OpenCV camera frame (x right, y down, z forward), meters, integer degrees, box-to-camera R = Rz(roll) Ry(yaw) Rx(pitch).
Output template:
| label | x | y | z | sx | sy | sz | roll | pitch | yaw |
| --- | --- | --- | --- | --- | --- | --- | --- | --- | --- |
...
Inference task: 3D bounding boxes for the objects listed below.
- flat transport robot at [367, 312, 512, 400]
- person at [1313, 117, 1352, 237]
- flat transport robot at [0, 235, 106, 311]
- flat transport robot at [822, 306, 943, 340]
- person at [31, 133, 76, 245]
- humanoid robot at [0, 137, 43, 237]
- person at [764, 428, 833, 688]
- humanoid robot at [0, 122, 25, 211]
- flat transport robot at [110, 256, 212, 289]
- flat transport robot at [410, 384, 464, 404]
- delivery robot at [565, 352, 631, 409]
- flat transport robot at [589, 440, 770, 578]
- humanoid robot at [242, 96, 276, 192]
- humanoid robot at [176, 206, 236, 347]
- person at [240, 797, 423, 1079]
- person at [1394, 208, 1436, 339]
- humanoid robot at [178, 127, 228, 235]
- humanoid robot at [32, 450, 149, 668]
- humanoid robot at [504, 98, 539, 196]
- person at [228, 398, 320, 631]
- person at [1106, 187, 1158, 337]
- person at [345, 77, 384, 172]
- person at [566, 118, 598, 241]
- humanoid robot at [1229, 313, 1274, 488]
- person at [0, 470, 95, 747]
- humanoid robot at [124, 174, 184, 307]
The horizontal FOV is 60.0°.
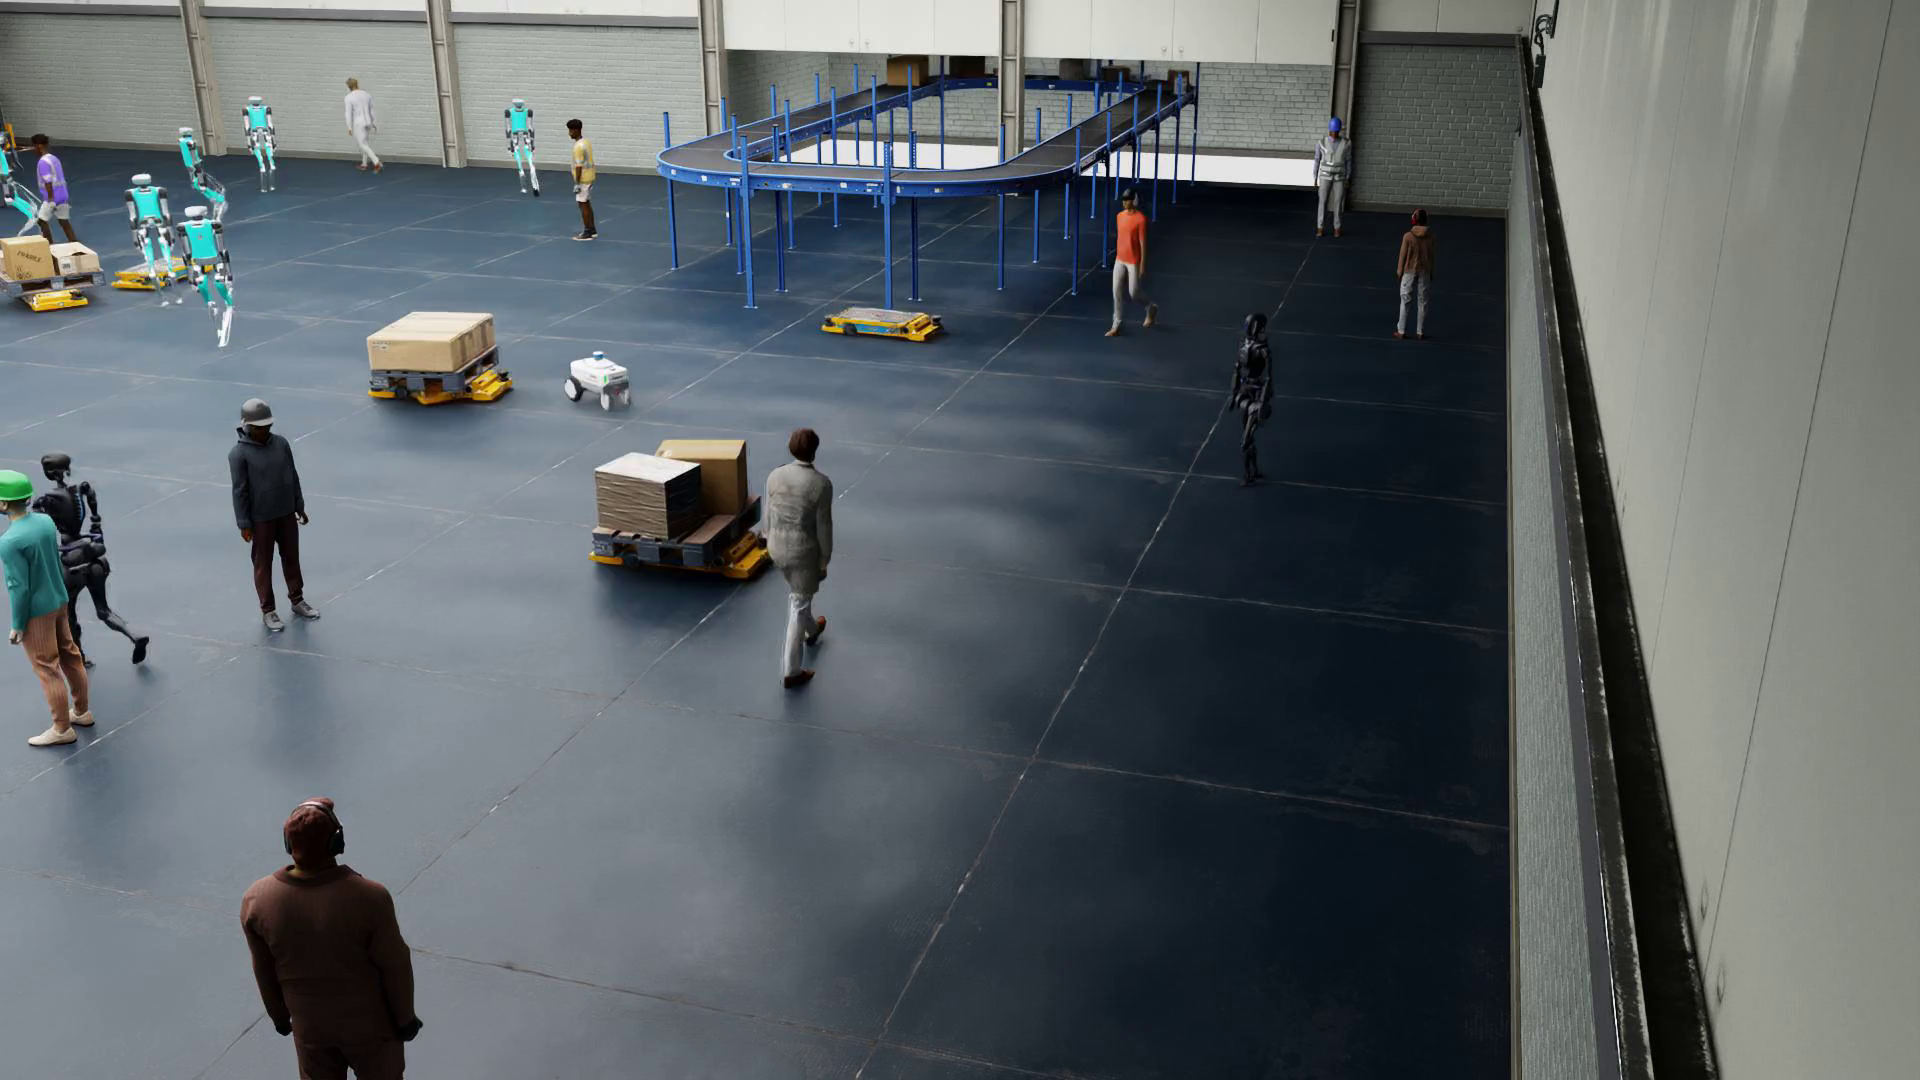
| label | x | y | z | sx | sy | sz | roll | pitch | yaw |
| --- | --- | --- | --- | --- | --- | --- | --- | --- | --- |
| flat transport robot | -5.860 | -1.759 | 18.739 | 1.431 | 0.231 | 0.659 | 2 | 21 | 5 |
| person | 6.113 | -5.962 | 27.333 | 0.618 | 1.934 | 0.412 | 1 | 21 | 4 |
| flat transport robot | -12.594 | -3.433 | 23.083 | 0.659 | 0.231 | 1.431 | -16 | 26 | -36 |
| flat transport robot | -0.994 | -2.778 | 21.384 | 1.431 | 0.231 | 0.659 | 8 | 23 | 20 |
| person | -13.928 | -5.204 | 25.367 | 0.772 | 1.929 | 0.633 | -2 | 21 | -6 |
| humanoid robot | -14.958 | -5.540 | 26.591 | 0.813 | 1.839 | 0.532 | -8 | 23 | -21 |
| person | -1.131 | 0.075 | 11.933 | 0.519 | 1.738 | 1.055 | 8 | 22 | 20 |
| humanoid robot | -16.995 | -6.707 | 29.661 | 0.744 | 1.633 | 0.597 | 7 | 22 | 17 |
| flat transport robot | -11.665 | -3.902 | 24.298 | 0.659 | 0.231 | 1.431 | 4 | 21 | 10 |
| flat transport robot | -6.064 | -1.829 | 18.920 | 0.659 | 0.231 | 1.431 | -17 | 27 | -36 |
| delivery robot | -3.995 | -1.777 | 18.413 | 0.814 | 0.611 | 0.499 | 20 | 28 | 41 |
| flat transport robot | -2.334 | 0.064 | 14.013 | 1.431 | 0.231 | 0.659 | 6 | 22 | 15 |
| humanoid robot | -13.171 | -7.454 | 31.460 | 0.540 | 1.789 | 0.694 | -13 | 24 | -29 |
| humanoid robot | -9.332 | -3.286 | 20.784 | 0.536 | 1.855 | 0.811 | -5 | 22 | -13 |
| person | -2.552 | 1.932 | 6.898 | 0.638 | 1.905 | 0.410 | 1 | 21 | 3 |
| person | 5.735 | -3.335 | 20.915 | 0.463 | 1.648 | 0.326 | 1 | 21 | 1 |
| humanoid robot | -12.472 | -5.942 | 27.556 | 0.669 | 1.798 | 0.536 | -17 | 27 | -37 |
| humanoid robot | -6.234 | 0.164 | 11.826 | 0.639 | 1.637 | 0.587 | 7 | 22 | 17 |
| humanoid robot | -8.144 | -7.311 | 31.150 | 0.556 | 1.805 | 0.899 | -10 | 23 | -25 |
| person | -5.209 | -0.207 | 12.580 | 0.380 | 1.806 | 0.548 | 15 | 25 | 33 |
| person | 2.200 | -3.548 | 21.138 | 0.785 | 1.889 | 0.480 | -19 | 28 | -40 |
| person | -12.113 | -8.429 | 33.792 | 0.867 | 1.902 | 0.708 | 11 | 24 | 26 |
| person | -6.135 | -5.859 | 27.036 | 0.381 | 1.955 | 0.616 | 1 | 21 | 2 |
| humanoid robot | 2.742 | -1.334 | 15.686 | 0.457 | 1.642 | 0.592 | -10 | 23 | -25 |
| person | -5.991 | 0.439 | 10.808 | 0.351 | 1.875 | 0.509 | 1 | 21 | 4 |
| humanoid robot | -10.952 | -4.033 | 22.591 | 0.552 | 1.761 | 0.789 | -9 | 23 | -22 |
